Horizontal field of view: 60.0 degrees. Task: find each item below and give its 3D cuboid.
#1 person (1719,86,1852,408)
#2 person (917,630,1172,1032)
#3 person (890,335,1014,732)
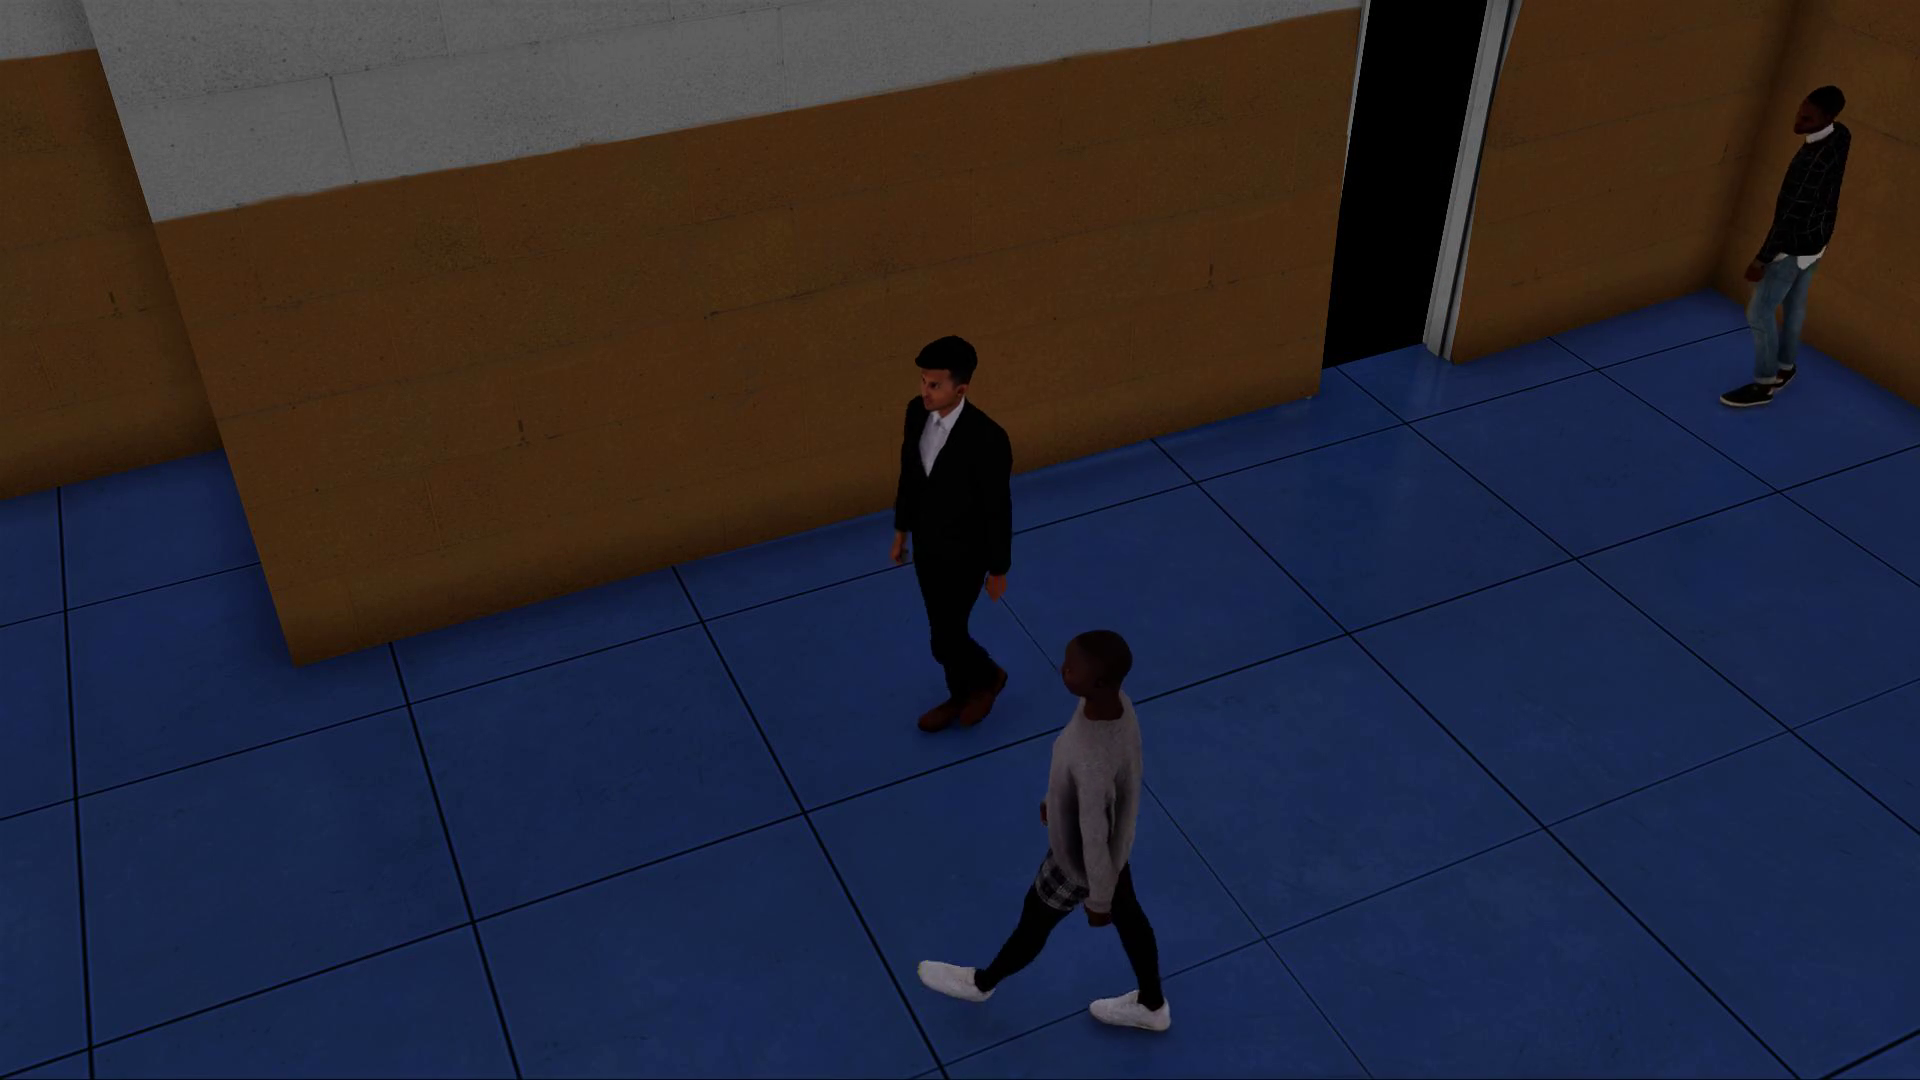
[{"bbox_3d":[4.481,-1.560,8.782,0.884,1.795,0.729,-22,42,-27],"label":"person"},{"bbox_3d":[0.519,1.017,5.399,1.134,1.734,1.154,7,37,9],"label":"person"},{"bbox_3d":[0.045,-0.016,6.661,0.830,1.871,0.674,-25,44,-29],"label":"person"}]
